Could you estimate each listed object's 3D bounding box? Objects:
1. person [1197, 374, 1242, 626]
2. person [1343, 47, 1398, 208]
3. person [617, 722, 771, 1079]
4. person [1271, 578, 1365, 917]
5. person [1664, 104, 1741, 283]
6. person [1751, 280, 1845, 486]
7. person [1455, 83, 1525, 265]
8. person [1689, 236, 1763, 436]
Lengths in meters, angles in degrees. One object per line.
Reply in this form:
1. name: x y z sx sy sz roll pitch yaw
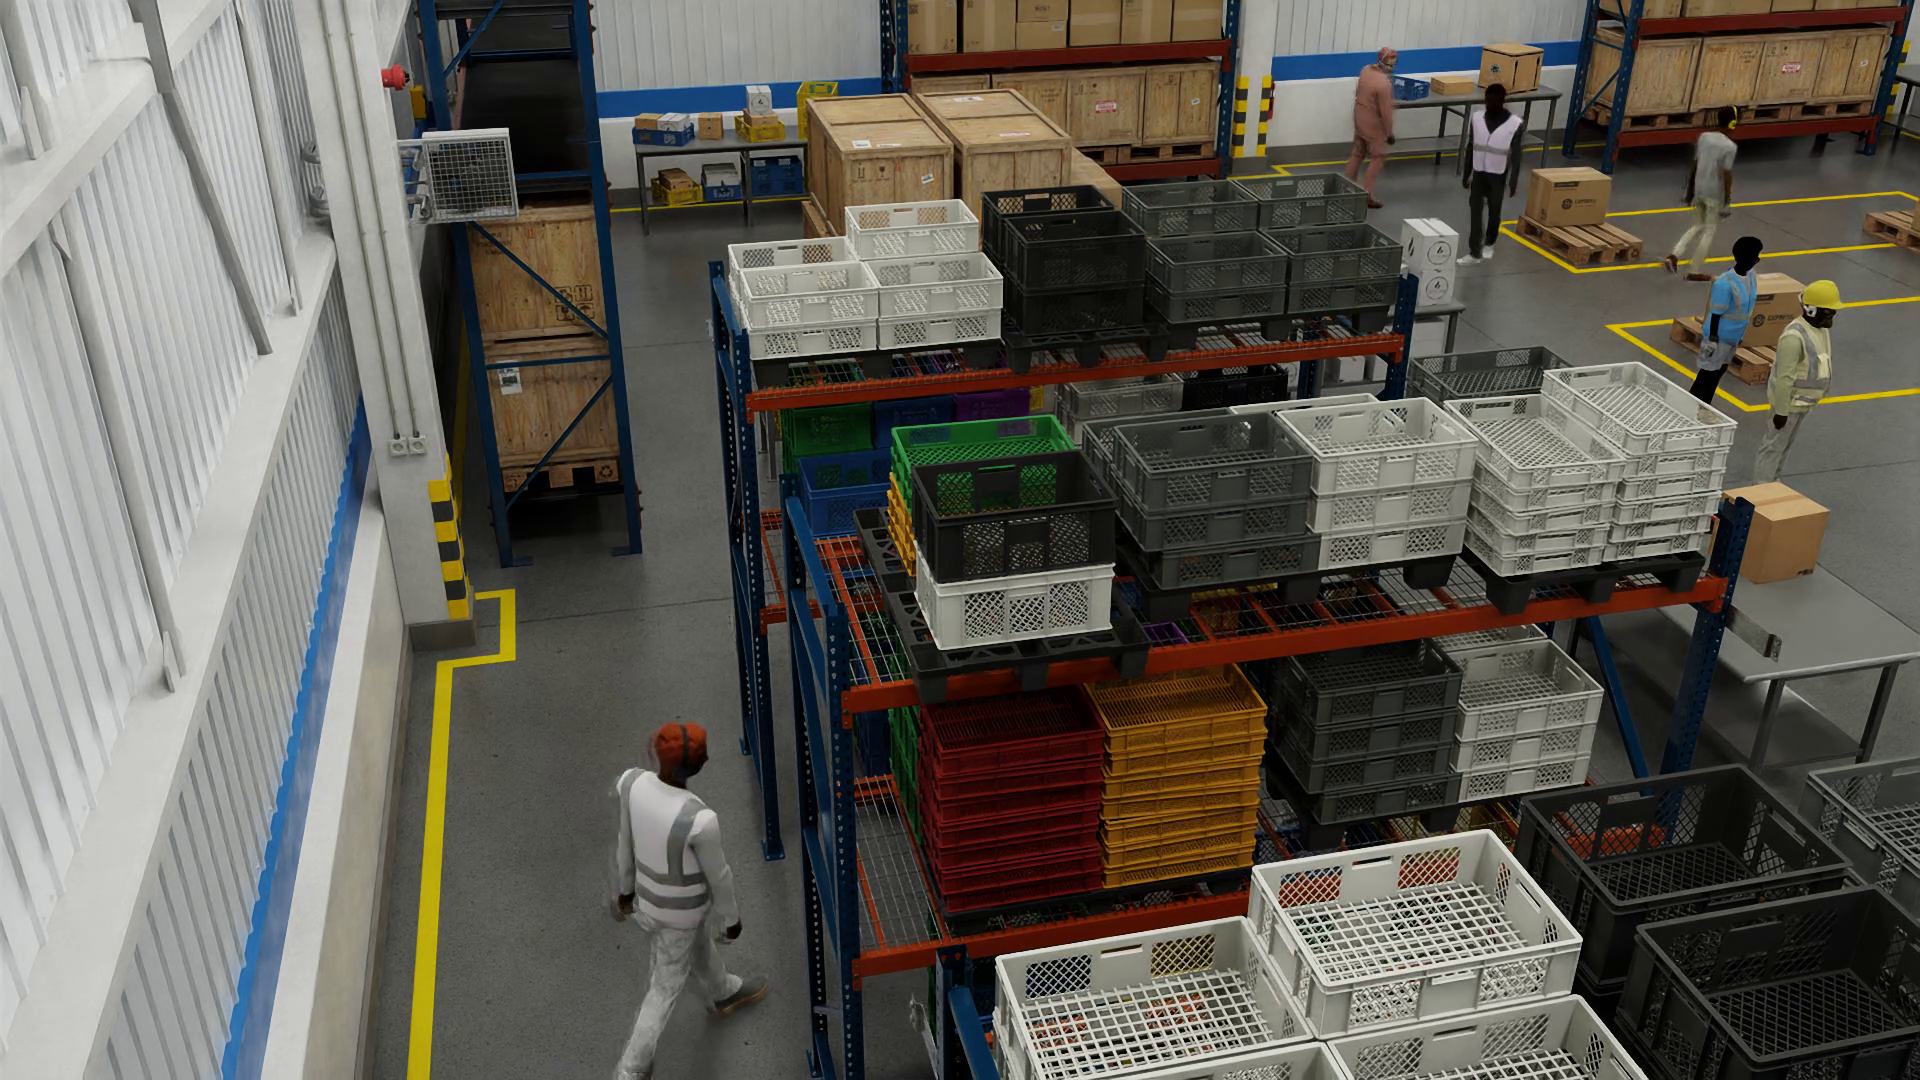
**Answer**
1. person: 1.682 -0.217 10.774 0.504 1.827 0.657 -18 33 -30
2. person: 4.855 -4.864 19.553 0.405 1.869 0.713 -6 28 -12
3. person: -1.265 1.588 7.350 0.603 1.836 0.973 23 35 36
4. person: 1.830 1.056 8.247 0.627 1.931 0.362 15 31 26
5. person: 7.656 -3.529 17.031 0.449 1.850 0.535 -9 29 -17
6. person: 6.203 -1.049 12.344 0.403 1.833 0.586 23 35 36
7. person: 5.659 -3.885 17.684 0.671 1.881 0.675 20 34 33
8. person: 6.299 -1.686 13.692 0.540 1.698 0.317 -22 35 -35
